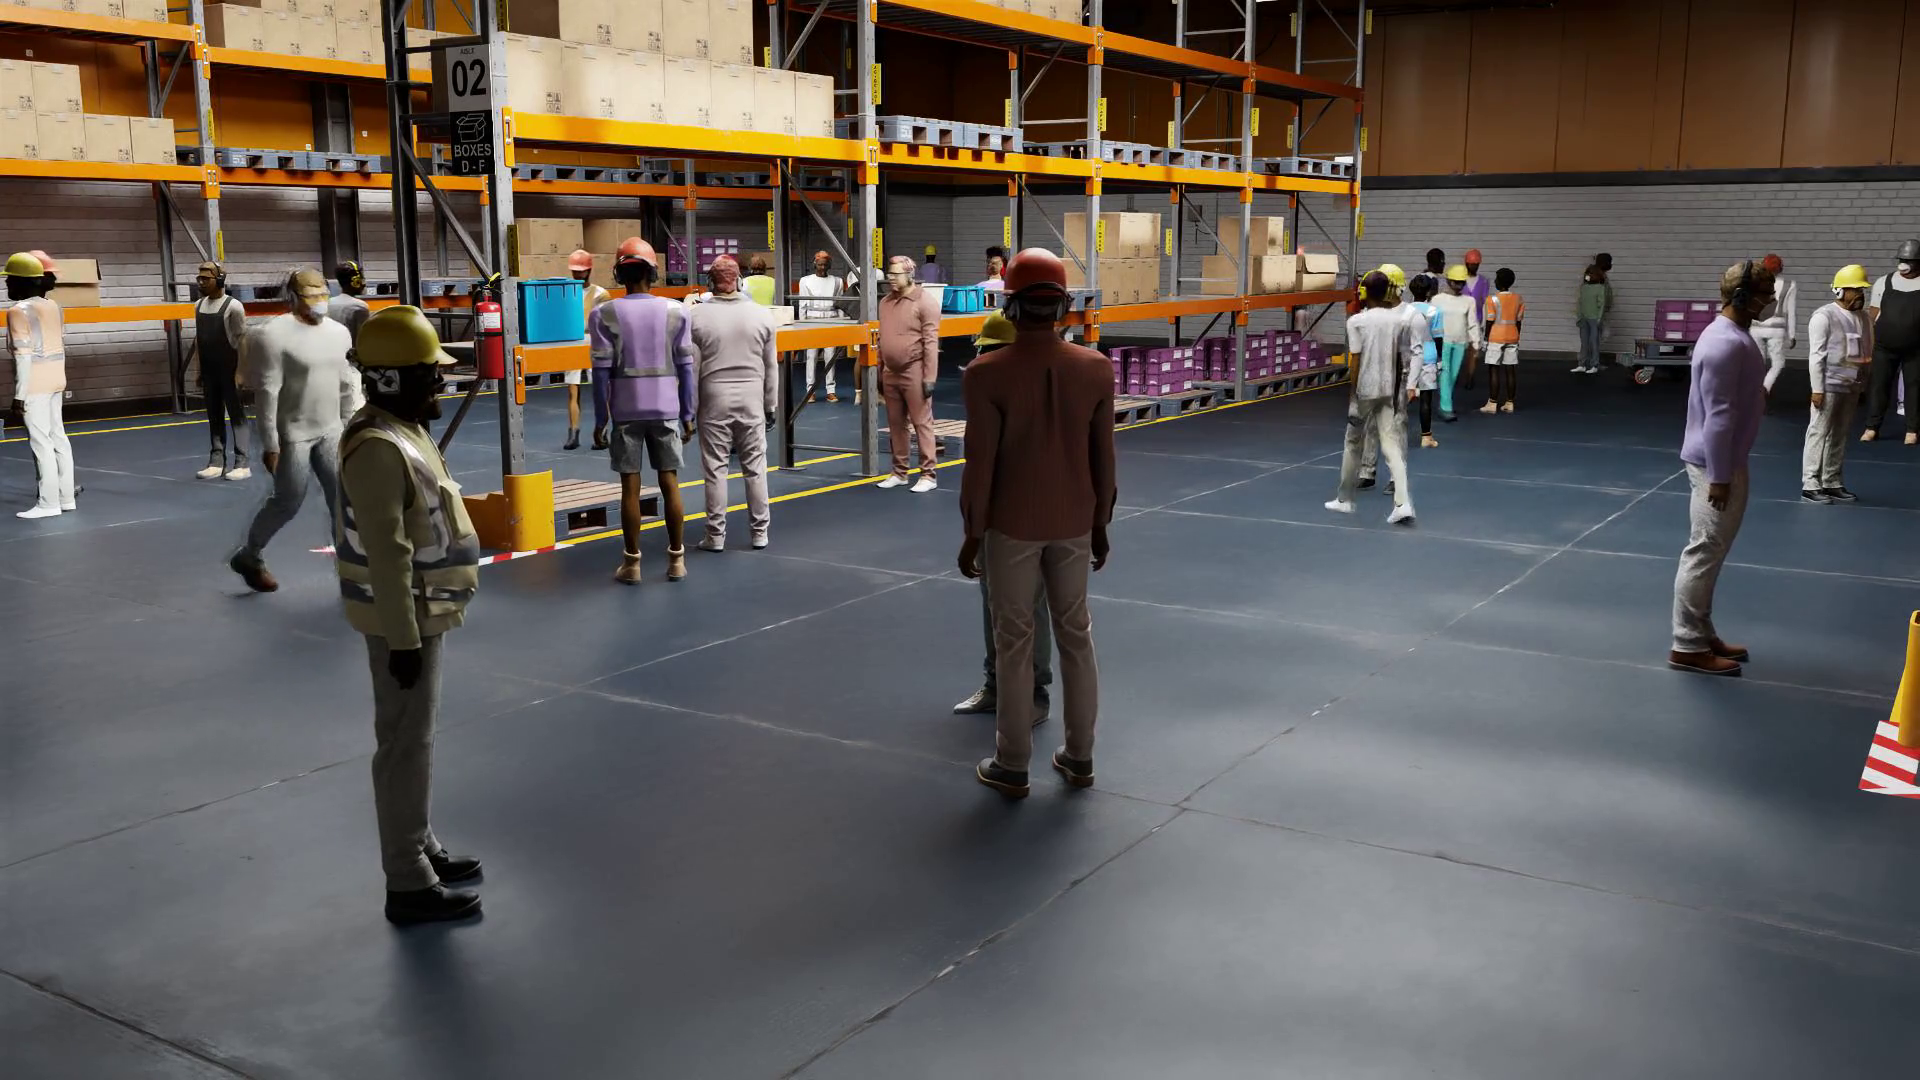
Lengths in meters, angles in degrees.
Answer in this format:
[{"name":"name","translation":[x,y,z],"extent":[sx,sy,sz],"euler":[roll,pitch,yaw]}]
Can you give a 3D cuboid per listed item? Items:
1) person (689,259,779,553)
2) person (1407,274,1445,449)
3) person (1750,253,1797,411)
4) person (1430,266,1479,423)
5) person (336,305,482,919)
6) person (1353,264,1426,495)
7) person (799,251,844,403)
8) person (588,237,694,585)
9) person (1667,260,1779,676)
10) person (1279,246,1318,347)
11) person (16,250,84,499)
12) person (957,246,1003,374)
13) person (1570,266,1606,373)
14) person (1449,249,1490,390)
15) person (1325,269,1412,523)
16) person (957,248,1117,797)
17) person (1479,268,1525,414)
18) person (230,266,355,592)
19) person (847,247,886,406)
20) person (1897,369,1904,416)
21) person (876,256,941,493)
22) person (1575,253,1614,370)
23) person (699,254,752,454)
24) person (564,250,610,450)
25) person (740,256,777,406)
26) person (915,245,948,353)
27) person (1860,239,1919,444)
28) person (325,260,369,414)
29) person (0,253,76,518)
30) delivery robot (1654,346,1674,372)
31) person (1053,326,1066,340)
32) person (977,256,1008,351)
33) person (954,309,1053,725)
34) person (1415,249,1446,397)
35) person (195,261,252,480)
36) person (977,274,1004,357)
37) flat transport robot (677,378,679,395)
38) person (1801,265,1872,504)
[{"name":"person","translation":[-1.499,-0.867,10.823],"extent":[0.639,1.904,0.409],"euler":[-4,11,-20]},{"name":"person","translation":[4.456,-1.735,16.208],"extent":[0.533,1.692,0.319],"euler":[7,13,35]},{"name":"person","translation":[9.448,-2.412,19.466],"extent":[0.594,1.868,0.684],"euler":[8,13,39]},{"name":"person","translation":[5.505,-2.172,18.493],"extent":[0.548,1.728,0.743],"euler":[-2,10,-9]},{"name":"person","translation":[-1.648,0.215,5.012],"extent":[0.404,1.831,0.600],"euler":[-3,11,-14]},{"name":"person","translation":[3.396,-1.277,13.281],"extent":[0.403,1.833,0.590],"euler":[-10,14,-44]},{"name":"person","translation":[-1.724,-2.653,20.762],"extent":[0.575,1.885,0.355],"euler":[-3,11,-16]},{"name":"person","translation":[-1.870,-0.749,9.799],"extent":[0.605,2.035,0.392],"euler":[-4,11,-20]},{"name":"person","translation":[3.577,-0.337,7.807],"extent":[0.358,1.931,0.630],"euler":[6,12,28]},{"name":"person","translation":[5.255,-3.619,25.961],"extent":[1.015,1.947,0.633],"euler":[1,10,4]},{"name":"person","translation":[-7.176,-1.293,13.067],"extent":[0.351,1.942,0.545],"euler":[-3,11,-18]},{"name":"person","translation":[0.438,-3.289,24.164],"extent":[0.996,1.916,0.618],"euler":[-6,12,-31]},{"name":"person","translation":[9.618,-3.366,25.407],"extent":[0.280,1.634,0.498],"euler":[-5,11,-24]},{"name":"person","translation":[6.964,-3.040,22.849],"extent":[0.555,1.914,0.873],"euler":[2,10,9]},{"name":"person","translation":[3.019,-1.041,12.035],"extent":[0.535,1.825,0.979],"euler":[-3,11,-18]},{"name":"person","translation":[0.275,-0.062,6.102],"extent":[0.623,1.992,0.397],"euler":[-4,11,-23]},{"name":"person","translation":[6.340,-2.327,19.478],"extent":[0.541,1.696,0.315],"euler":[-4,11,-21]},{"name":"person","translation":[-3.724,-0.593,9.367],"extent":[0.966,1.894,0.670],"euler":[6,12,30]},{"name":"person","translation":[-1.096,-2.656,20.370],"extent":[0.605,2.033,0.396],"euler":[9,14,42]},{"name":"person","translation":[11.084,-2.369,19.131],"extent":[0.650,1.907,0.409],"euler":[-7,12,-35]},{"name":"person","translation":[-0.449,-1.335,13.436],"extent":[0.644,1.899,0.395],"euler":[9,14,41]},{"name":"person","translation":[9.914,-3.537,25.819],"extent":[0.446,1.825,0.650],"euler":[4,11,23]},{"name":"person","translation":[-2.181,-1.693,15.427],"extent":[0.555,1.902,0.945],"euler":[4,11,21]},{"name":"person","translation":[-3.638,-1.825,16.052],"extent":[0.548,1.930,0.377],"euler":[2,10,10]},{"name":"person","translation":[-2.437,-2.524,20.231],"extent":[0.644,1.832,0.431],"euler":[-5,11,-25]},{"name":"person","translation":[-0.513,-4.295,29.733],"extent":[0.594,1.930,0.352],"euler":[0,10,1]},{"name":"person","translation":[9.388,-1.970,16.545],"extent":[0.683,2.000,0.536],"euler":[8,13,37]},{"name":"person","translation":[-5.086,-1.391,13.877],"extent":[0.538,1.856,0.361],"euler":[6,12,30]},{"name":"person","translation":[-6.746,-1.123,12.158],"extent":[0.355,1.930,0.593],"euler":[0,10,-1]},{"name":"delivery robot","translation":[10.264,-2.666,24.262],"extent":[0.707,0.478,0.477],"euler":[4,11,20]},{"name":"person","translation":[1.101,-2.671,21.586],"extent":[0.541,1.622,0.455],"euler":[2,10,10]},{"name":"person","translation":[0.399,-2.303,18.961],"extent":[0.561,1.837,0.383],"euler":[6,12,31]},{"name":"person","translation":[0.193,-0.087,6.939],"extent":[0.295,1.743,0.493],"euler":[-9,13,-39]},{"name":"person","translation":[6.044,-2.815,21.620],"extent":[0.413,1.911,0.704],"euler":[0,10,0]},{"name":"person","translation":[-6.260,-1.425,14.069],"extent":[0.506,1.846,0.346],"euler":[3,11,18]},{"name":"person","translation":[0.441,-2.639,21.390],"extent":[0.532,1.616,0.477],"euler":[8,13,39]},{"name":"flat transport robot","translation":[-3.613,-1.992,21.571],"extent":[1.431,0.197,0.652],"euler":[-6,12,-29]},{"name":"person","translation":[6.787,-1.196,12.829],"extent":[0.589,1.835,0.404],"euler":[-5,11,-25]}]
